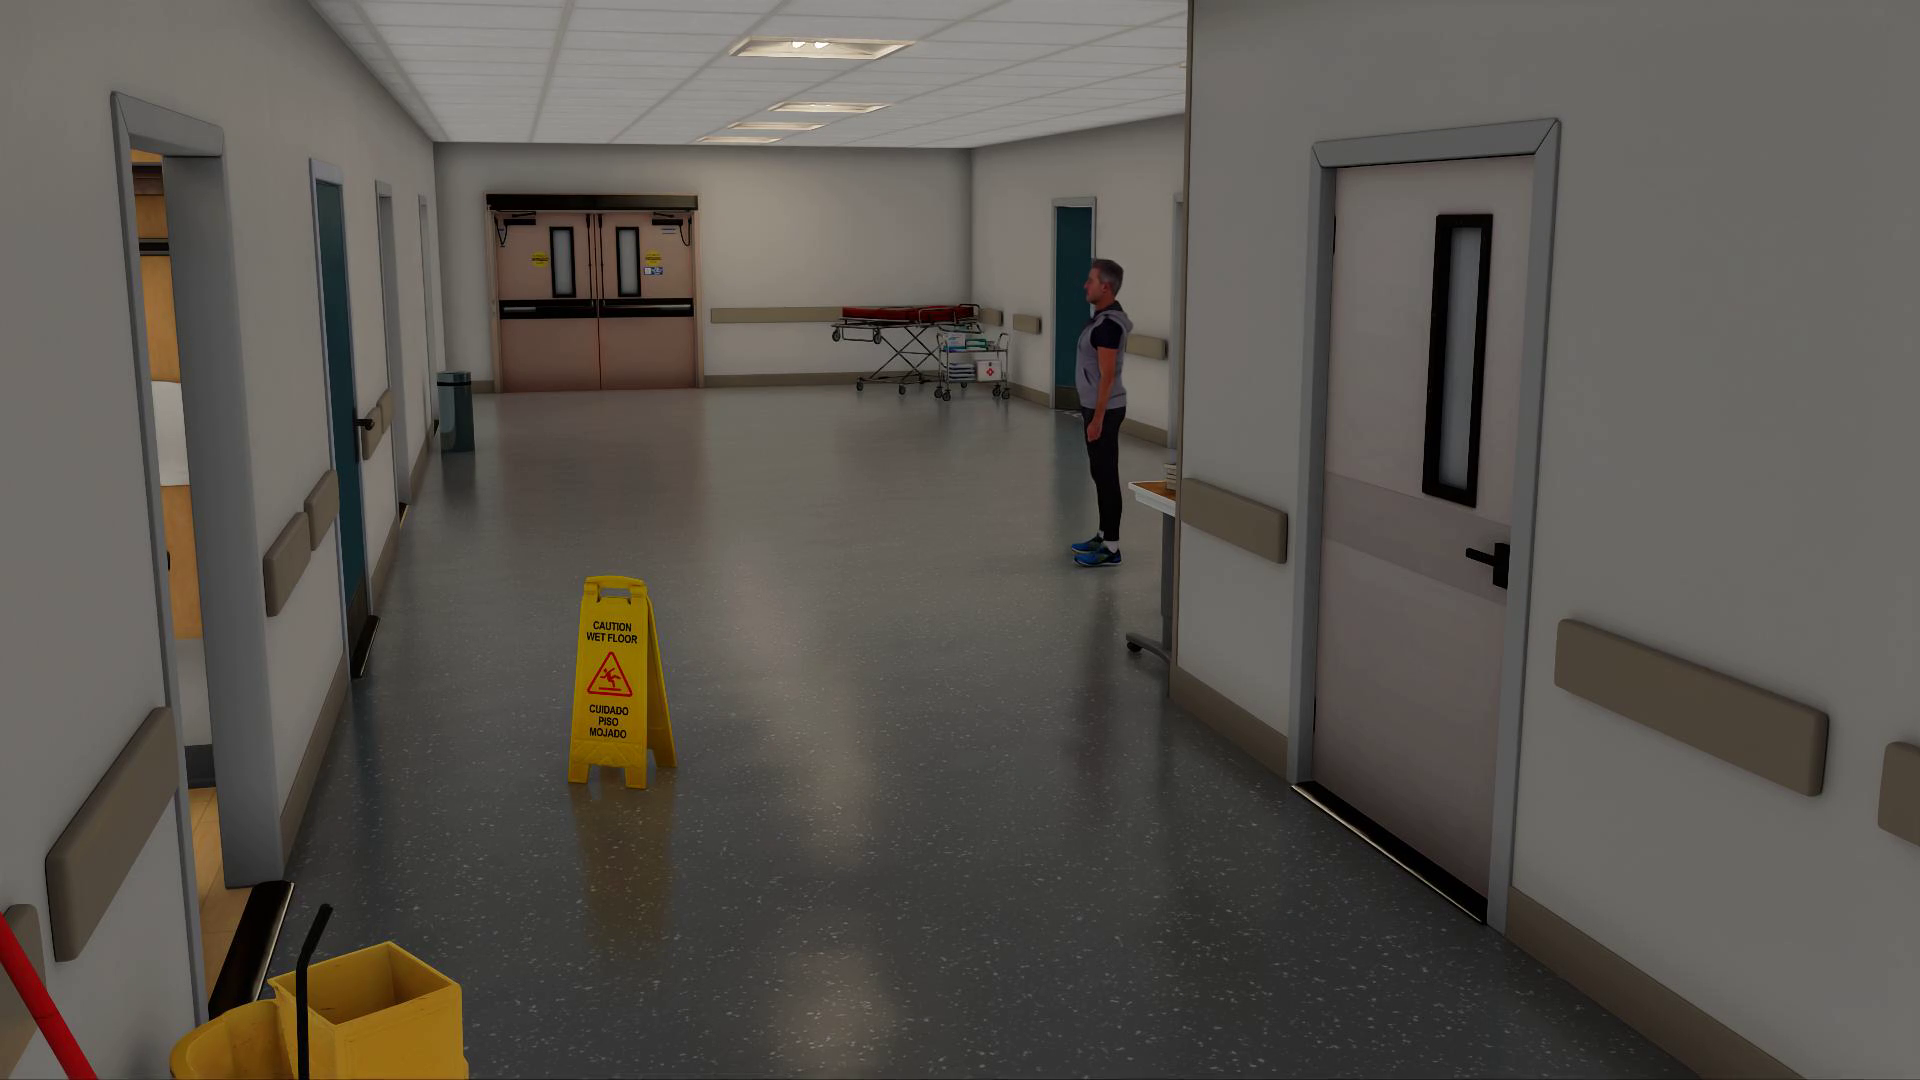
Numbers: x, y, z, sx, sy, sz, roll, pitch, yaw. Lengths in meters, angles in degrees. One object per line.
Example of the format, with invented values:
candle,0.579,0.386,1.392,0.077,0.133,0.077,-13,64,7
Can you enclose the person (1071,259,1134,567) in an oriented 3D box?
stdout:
person,0.872,-0.775,10.048,0.806,1.829,0.612,0,11,0
